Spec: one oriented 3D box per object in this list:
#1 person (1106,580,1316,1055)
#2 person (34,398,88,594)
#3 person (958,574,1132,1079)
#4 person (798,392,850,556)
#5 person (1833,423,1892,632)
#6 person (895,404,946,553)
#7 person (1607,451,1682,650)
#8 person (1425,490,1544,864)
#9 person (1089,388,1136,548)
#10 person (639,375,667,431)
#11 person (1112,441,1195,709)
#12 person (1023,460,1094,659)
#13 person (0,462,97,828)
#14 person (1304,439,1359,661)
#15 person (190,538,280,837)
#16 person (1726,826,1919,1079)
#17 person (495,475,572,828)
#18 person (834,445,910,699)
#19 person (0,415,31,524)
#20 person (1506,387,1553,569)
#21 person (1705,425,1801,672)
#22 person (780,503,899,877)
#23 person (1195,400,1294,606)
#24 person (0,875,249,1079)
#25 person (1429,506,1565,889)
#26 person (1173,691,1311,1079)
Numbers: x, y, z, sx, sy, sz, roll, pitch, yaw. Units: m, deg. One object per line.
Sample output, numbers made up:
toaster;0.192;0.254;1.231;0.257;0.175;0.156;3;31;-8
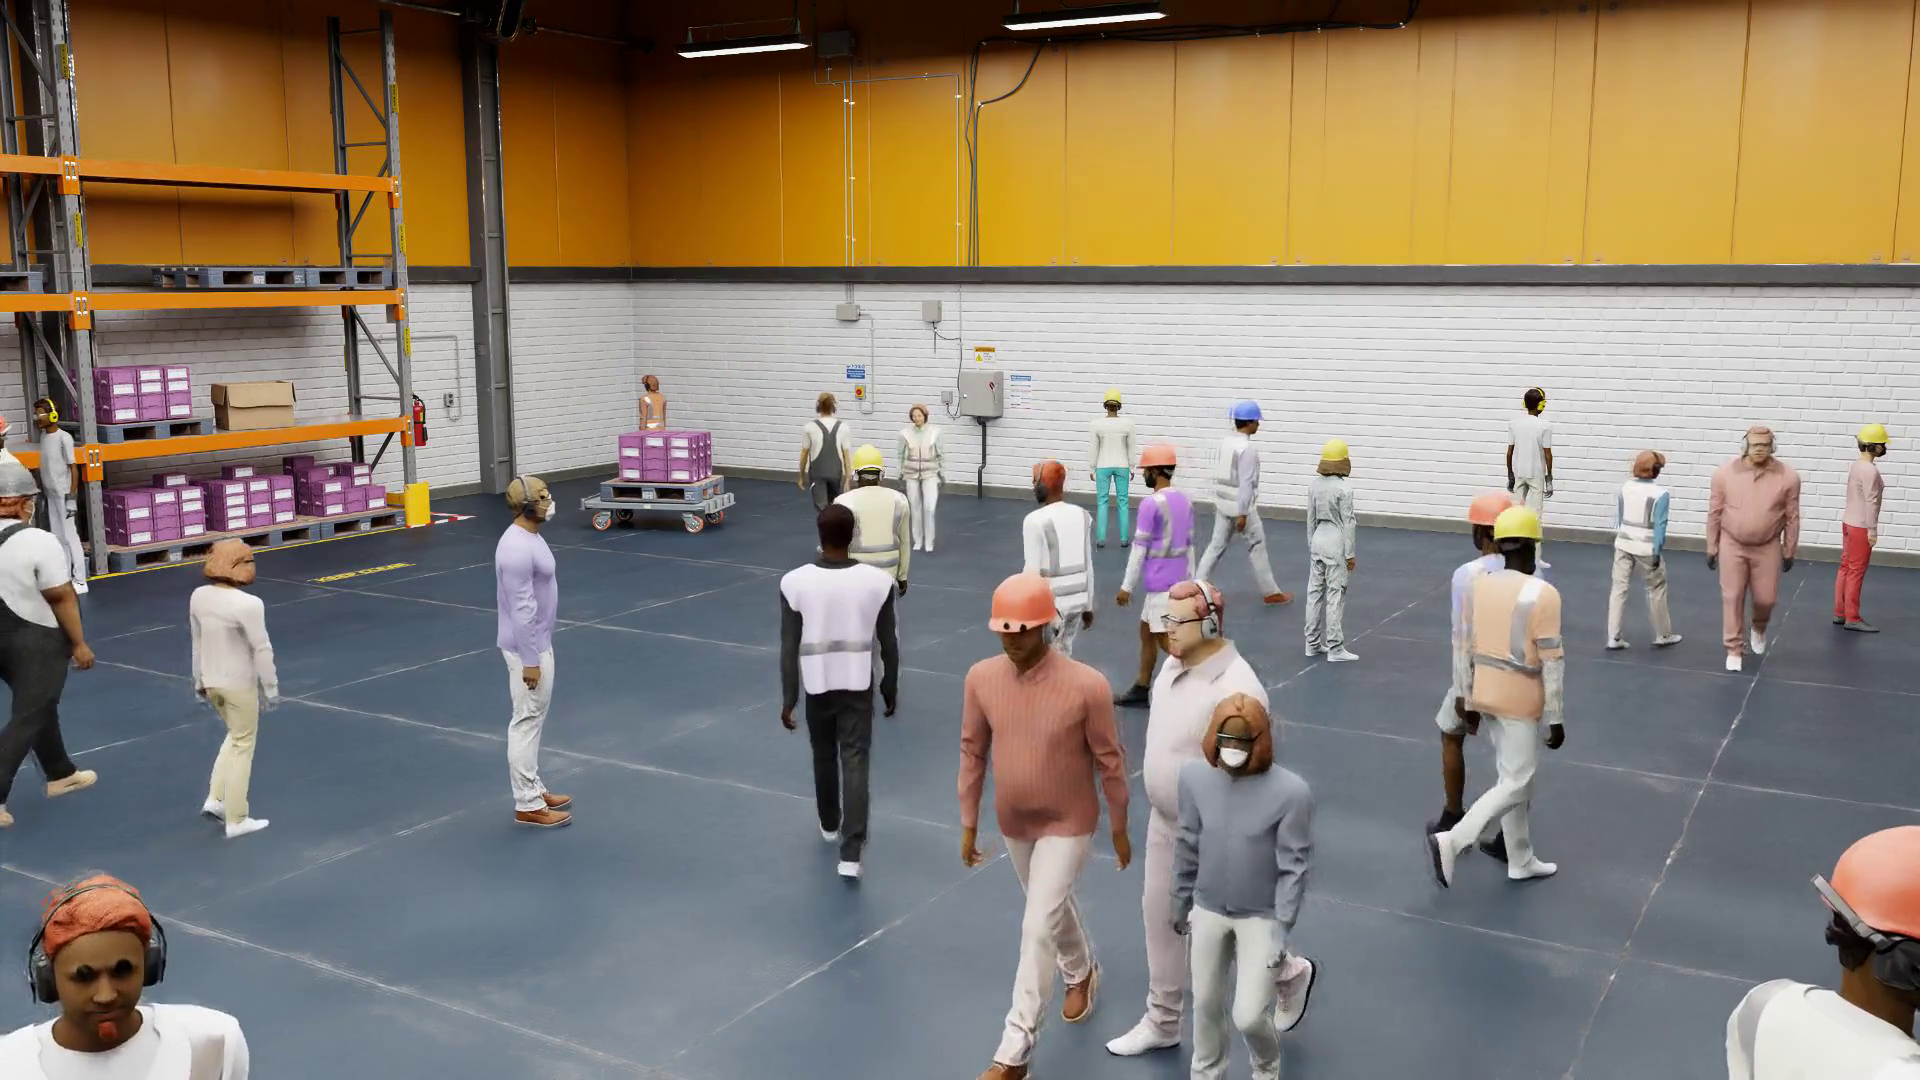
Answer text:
person;0.985;1.075;6.413;0.768;1.881;0.660;-4;10;-21
person;-8.489;-0.400;15.653;0.516;1.871;0.325;6;11;34
person;0.335;1.054;6.412;0.650;1.934;1.084;6;11;31
person;-1.402;-0.653;17.452;0.511;1.806;0.959;-4;10;-21
person;7.691;-0.110;14.160;0.323;1.769;0.523;2;9;12
person;-0.441;-0.665;18.064;0.550;1.615;0.605;1;9;5
person;5.544;0.083;13.429;0.774;1.605;0.525;-5;11;-31
person;2.727;0.697;8.677;0.555;1.912;0.735;-3;9;-16
person;1.686;-0.791;18.413;0.524;1.769;0.309;0;9;0
person;-4.248;-1.467;23.021;0.307;1.641;0.513;5;11;30
person;1.462;0.286;11.326;0.928;1.903;0.573;6;11;33
person;0.685;0.425;10.526;0.596;1.863;0.692;-8;12;-42
person;-5.263;0.536;9.273;0.683;2.000;0.982;4;10;22
person;2.925;0.077;13.058;0.285;1.746;0.487;-5;11;-31
person;-3.909;0.793;8.986;0.523;1.617;0.369;4;10;26
person;1.682;1.524;3.123;0.394;2.038;0.605;-1;9;-9
person;-2.355;0.605;9.160;0.365;1.939;0.636;-2;9;-11
person;-0.645;0.240;11.769;0.601;1.830;0.404;-4;10;-25
person;-7.358;-0.003;12.788;0.614;1.990;0.392;8;12;42
person;5.861;-0.630;17.088;0.326;1.872;0.518;-9;13;-43
person;6.085;0.047;12.804;0.654;1.893;0.591;4;10;22
person;-0.615;0.740;8.544;0.604;1.871;1.028;-1;9;-6
person;2.534;-0.320;15.085;0.992;1.900;0.606;-3;10;-18
person;-1.738;1.568;3.398;0.586;1.867;0.737;-6;11;-33
person;2.634;0.790;8.141;0.759;1.896;0.617;-4;10;-24
person;0.952;1.310;5.762;0.518;1.618;0.373;6;11;33
